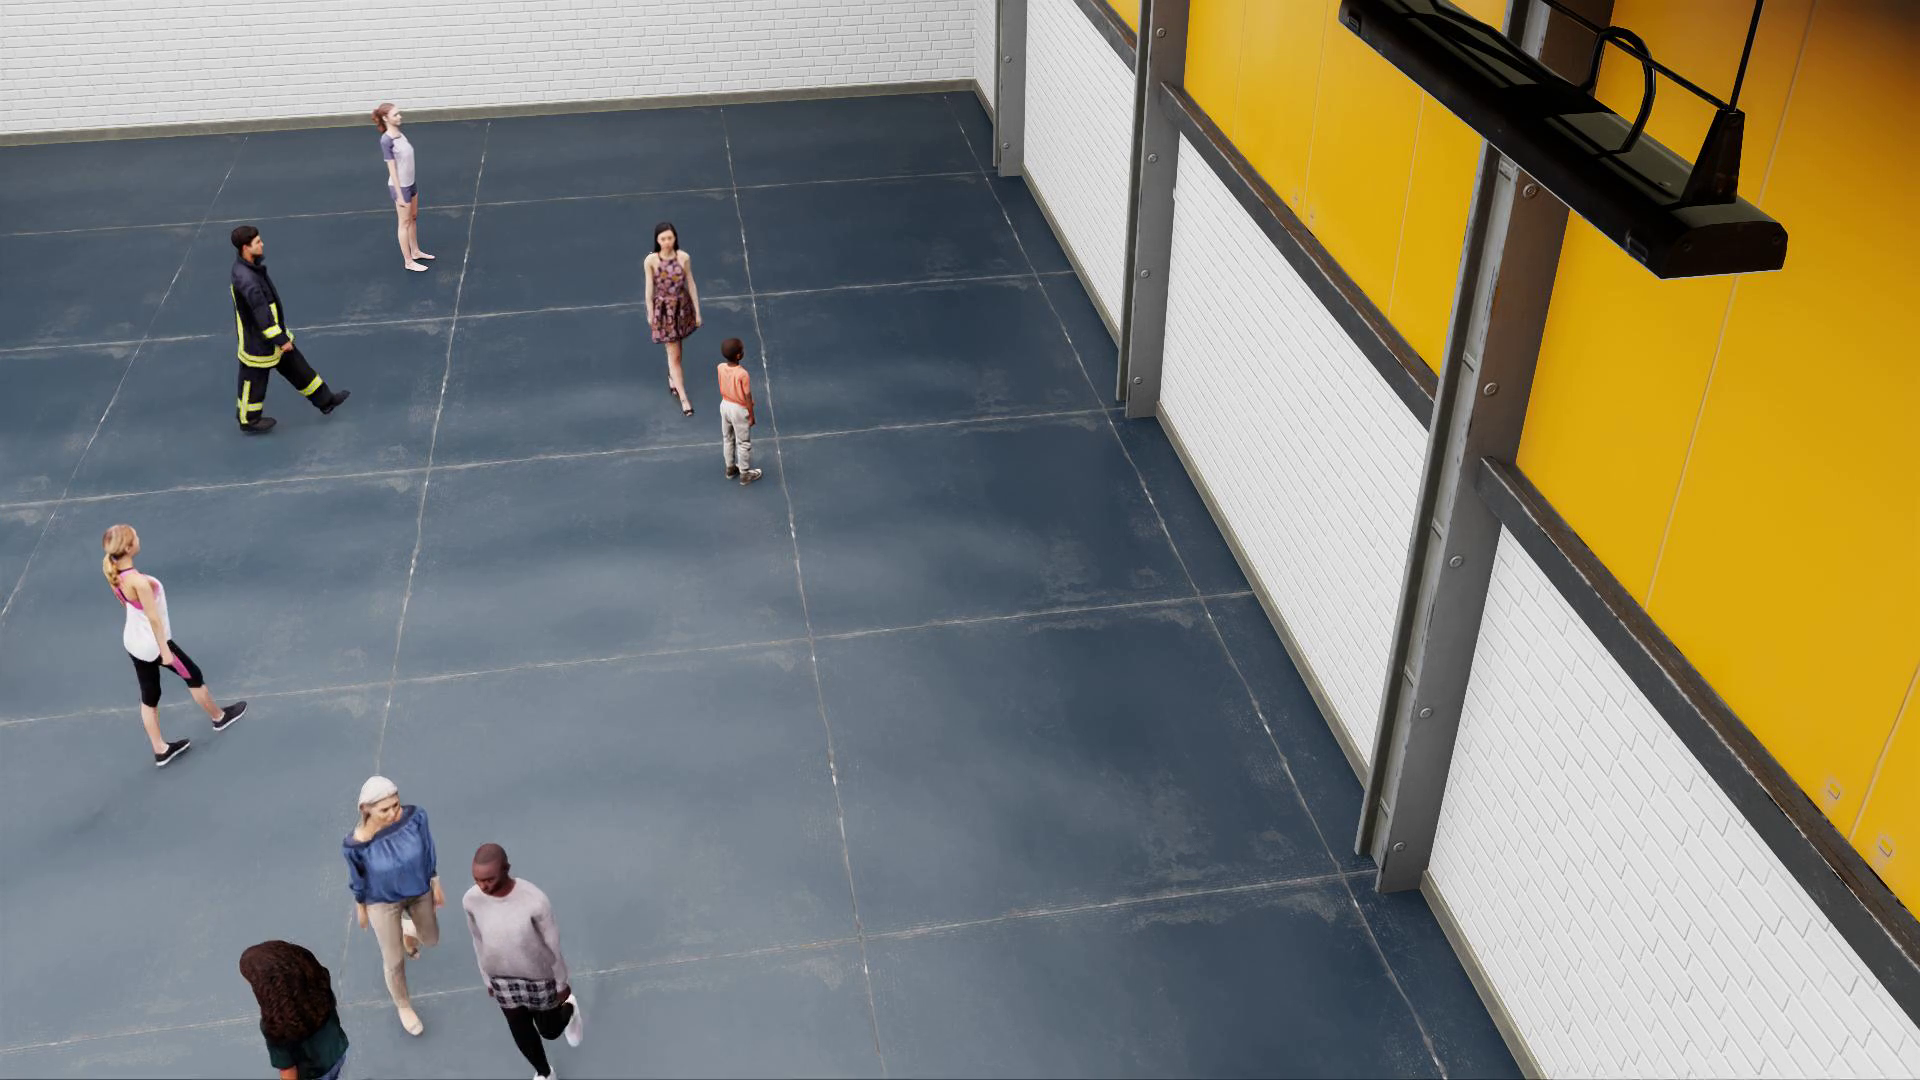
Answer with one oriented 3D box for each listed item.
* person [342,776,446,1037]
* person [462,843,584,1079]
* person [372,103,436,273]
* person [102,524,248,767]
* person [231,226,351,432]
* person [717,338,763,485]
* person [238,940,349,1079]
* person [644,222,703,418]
[{"bbox_3d":[-3.070,1.898,9.053,0.859,1.684,0.975,-22,40,-30],"label":"person"},{"bbox_3d":[-2.219,2.169,8.578,0.765,1.758,0.921,3,34,4],"label":"person"},{"bbox_3d":[-5.842,-3.720,17.430,0.684,1.768,0.566,1,34,2],"label":"person"},{"bbox_3d":[-5.305,0.721,10.747,0.950,1.770,1.036,17,37,24],"label":"person"},{"bbox_3d":[-6.137,-1.766,14.403,0.873,1.865,1.134,-7,34,-11],"label":"person"},{"bbox_3d":[-1.878,-1.088,13.883,0.555,1.310,0.613,20,39,27],"label":"person"},{"bbox_3d":[-3.077,2.563,8.129,0.778,1.599,0.693,10,35,15],"label":"person"},{"bbox_3d":[-2.599,-2.045,14.934,0.778,1.741,1.102,-13,36,-19],"label":"person"}]
